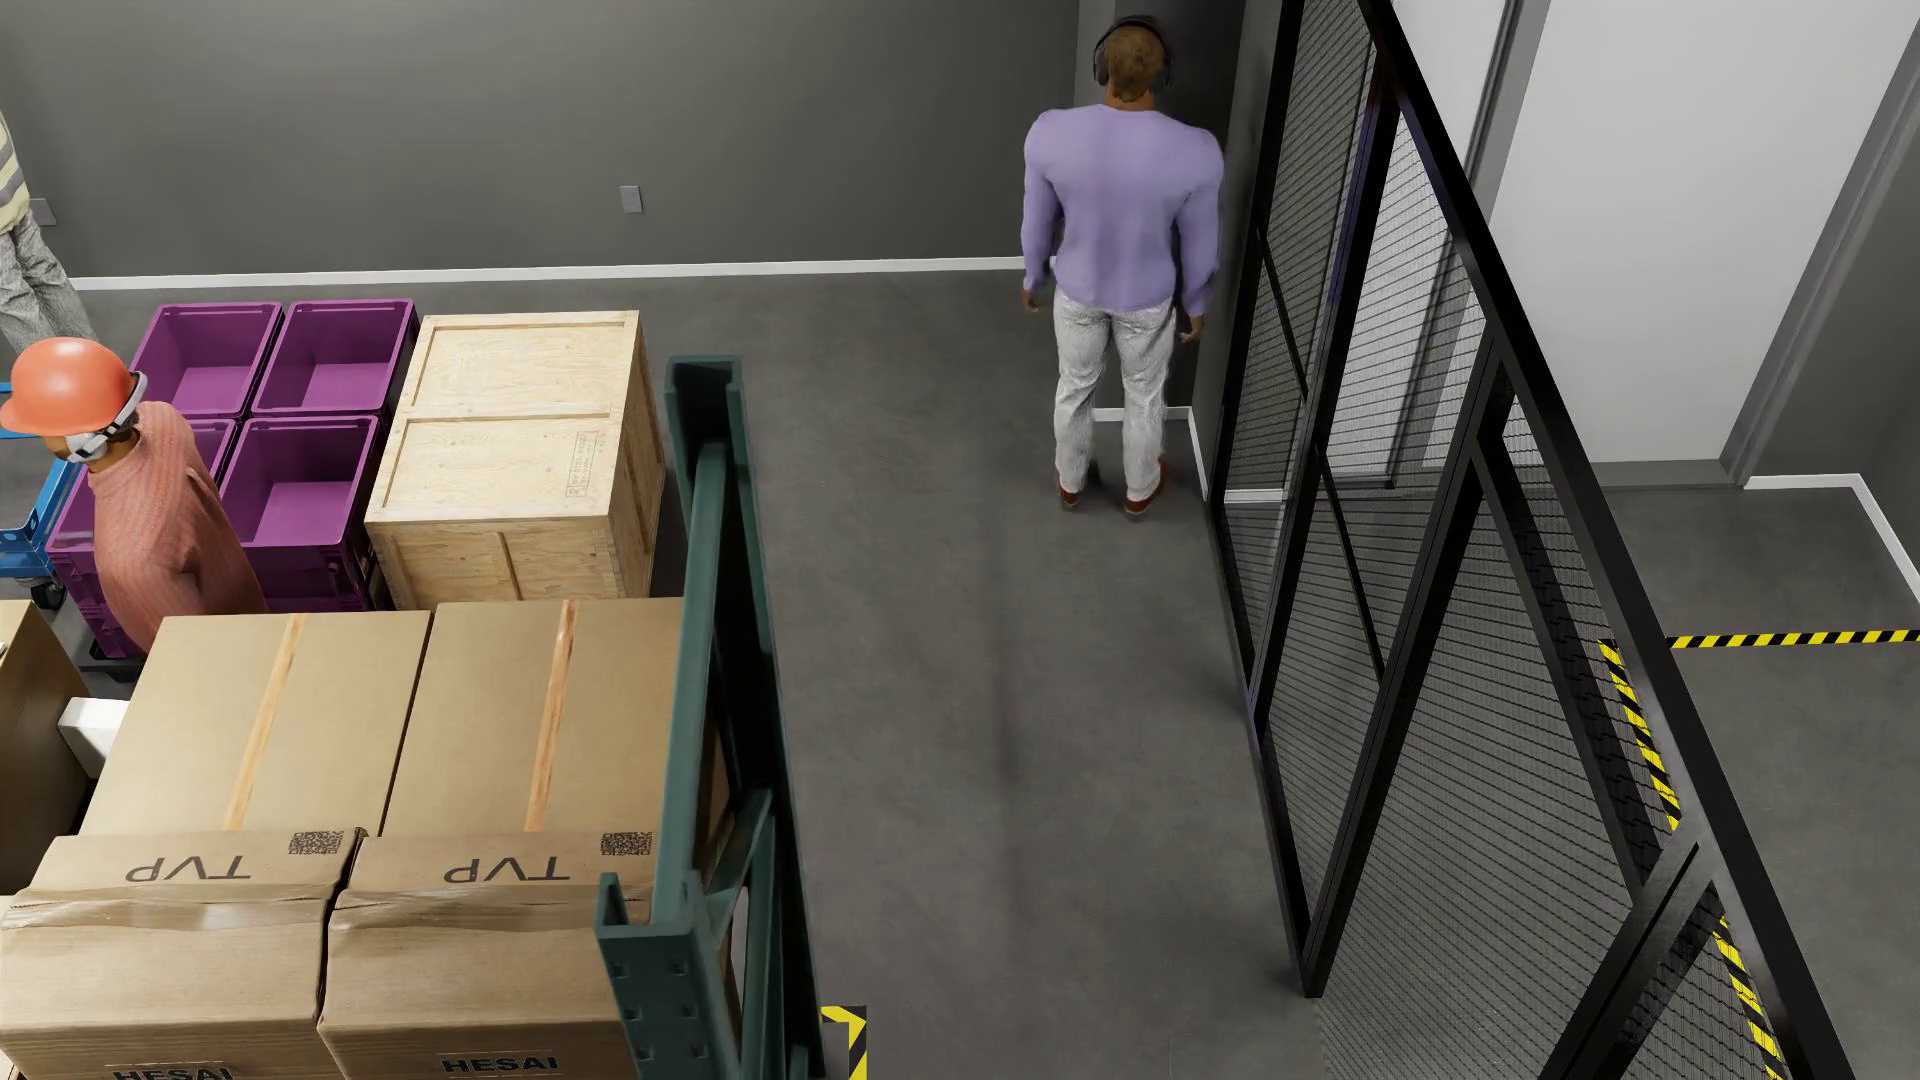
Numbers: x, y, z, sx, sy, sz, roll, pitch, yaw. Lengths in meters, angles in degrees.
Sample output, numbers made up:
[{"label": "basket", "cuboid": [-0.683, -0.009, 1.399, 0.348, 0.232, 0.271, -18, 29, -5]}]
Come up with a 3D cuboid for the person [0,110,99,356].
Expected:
[{"label": "person", "cuboid": [-3.544, -1.190, 5.972, 0.404, 1.820, 0.600, 0, 46, 0]}]

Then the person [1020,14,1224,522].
[{"label": "person", "cuboid": [0.518, -0.845, 5.571, 0.668, 1.934, 0.366, 9, 47, 9]}]

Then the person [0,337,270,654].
[{"label": "person", "cuboid": [-2.041, 0.252, 4.477, 0.382, 1.995, 0.612, -12, 48, -11]}]
